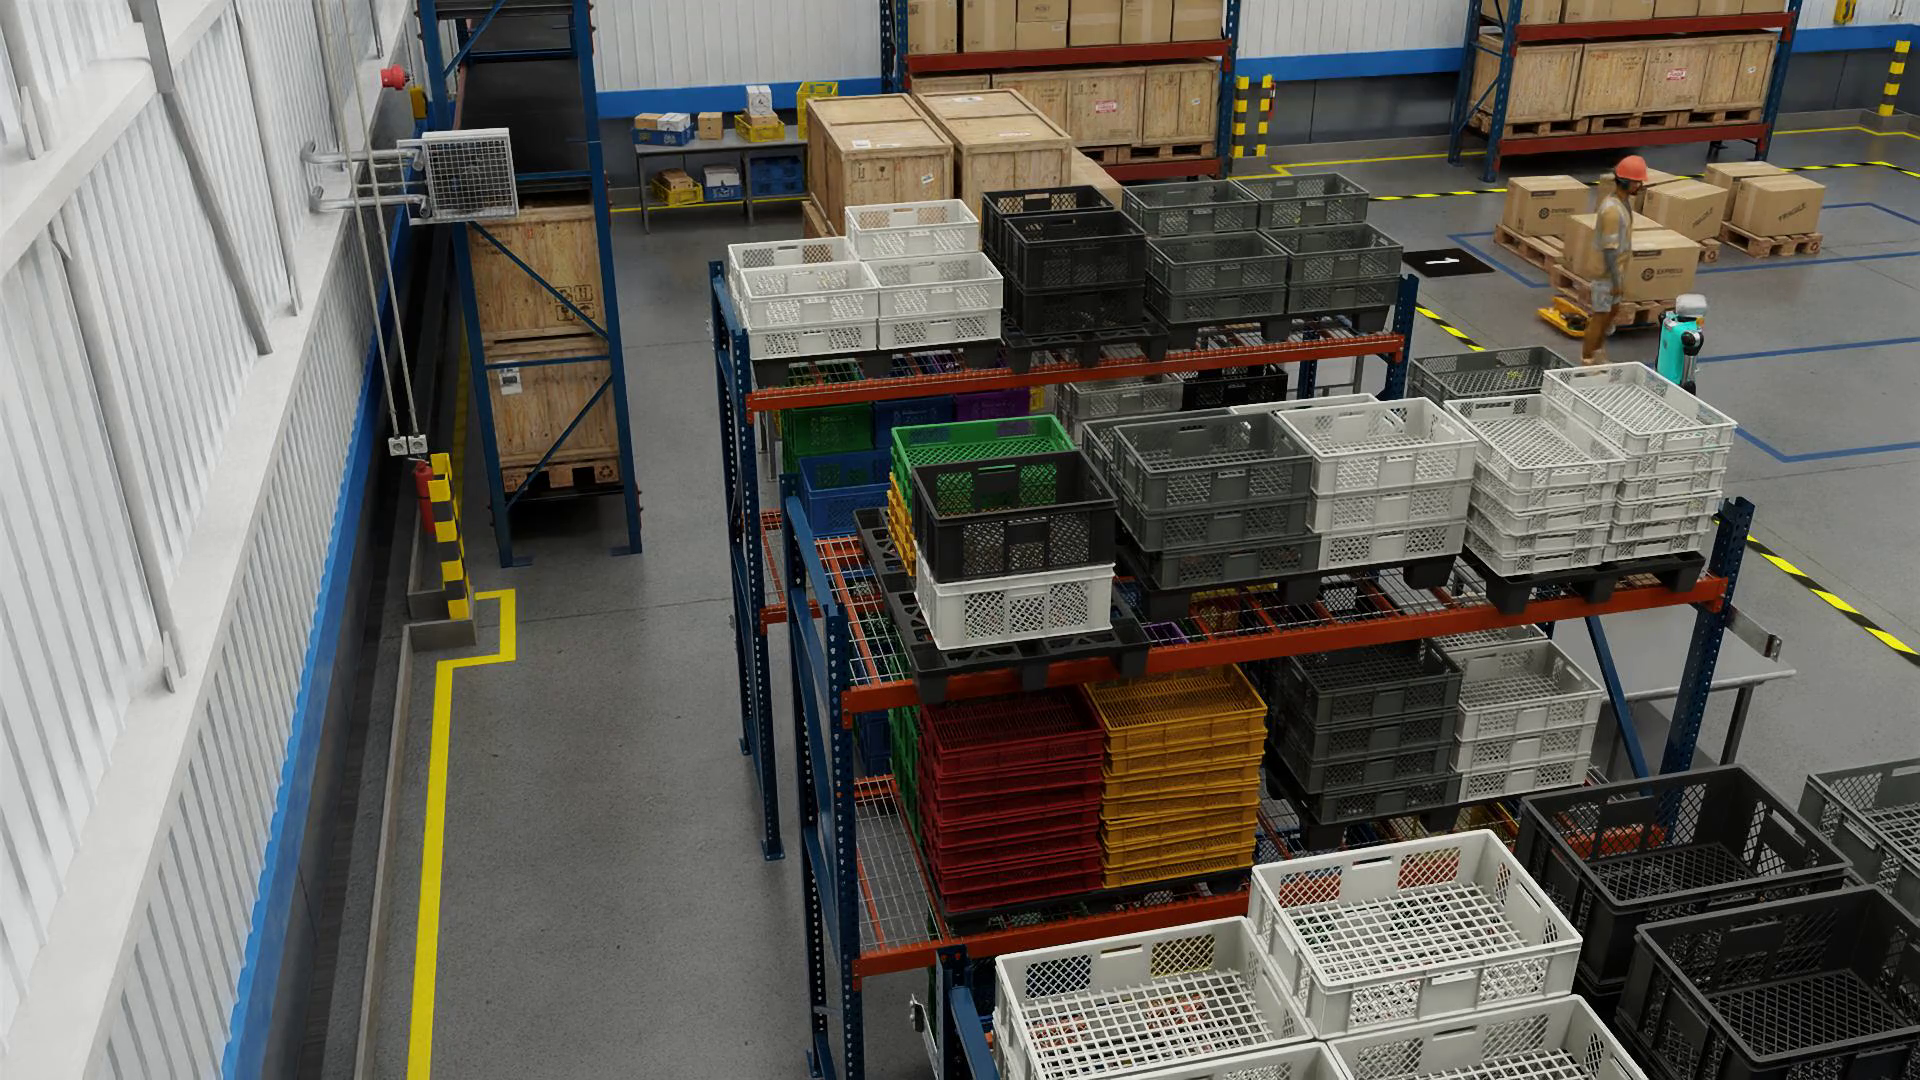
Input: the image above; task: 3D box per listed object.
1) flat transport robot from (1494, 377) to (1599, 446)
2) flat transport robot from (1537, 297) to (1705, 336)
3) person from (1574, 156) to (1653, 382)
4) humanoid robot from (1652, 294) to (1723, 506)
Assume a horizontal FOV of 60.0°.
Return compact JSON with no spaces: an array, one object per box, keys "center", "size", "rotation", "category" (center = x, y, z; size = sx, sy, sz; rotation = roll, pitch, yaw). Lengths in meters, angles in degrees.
[{"center":[4.780,-1.036,14.013],"size":[0.659,0.231,1.431],"rotation":[-6,28,-12],"category":"flat transport robot"},{"center":[6.469,-2.241,16.269],"size":[1.431,0.197,0.652],"rotation":[-6,28,-12],"category":"flat transport robot"},{"center":[5.744,-2.371,14.661],"size":[0.411,2.032,0.624],"rotation":[15,31,26],"category":"person"},{"center":[5.414,-0.993,12.216],"size":[0.735,1.673,0.533],"rotation":[-1,28,-2],"category":"humanoid robot"}]
